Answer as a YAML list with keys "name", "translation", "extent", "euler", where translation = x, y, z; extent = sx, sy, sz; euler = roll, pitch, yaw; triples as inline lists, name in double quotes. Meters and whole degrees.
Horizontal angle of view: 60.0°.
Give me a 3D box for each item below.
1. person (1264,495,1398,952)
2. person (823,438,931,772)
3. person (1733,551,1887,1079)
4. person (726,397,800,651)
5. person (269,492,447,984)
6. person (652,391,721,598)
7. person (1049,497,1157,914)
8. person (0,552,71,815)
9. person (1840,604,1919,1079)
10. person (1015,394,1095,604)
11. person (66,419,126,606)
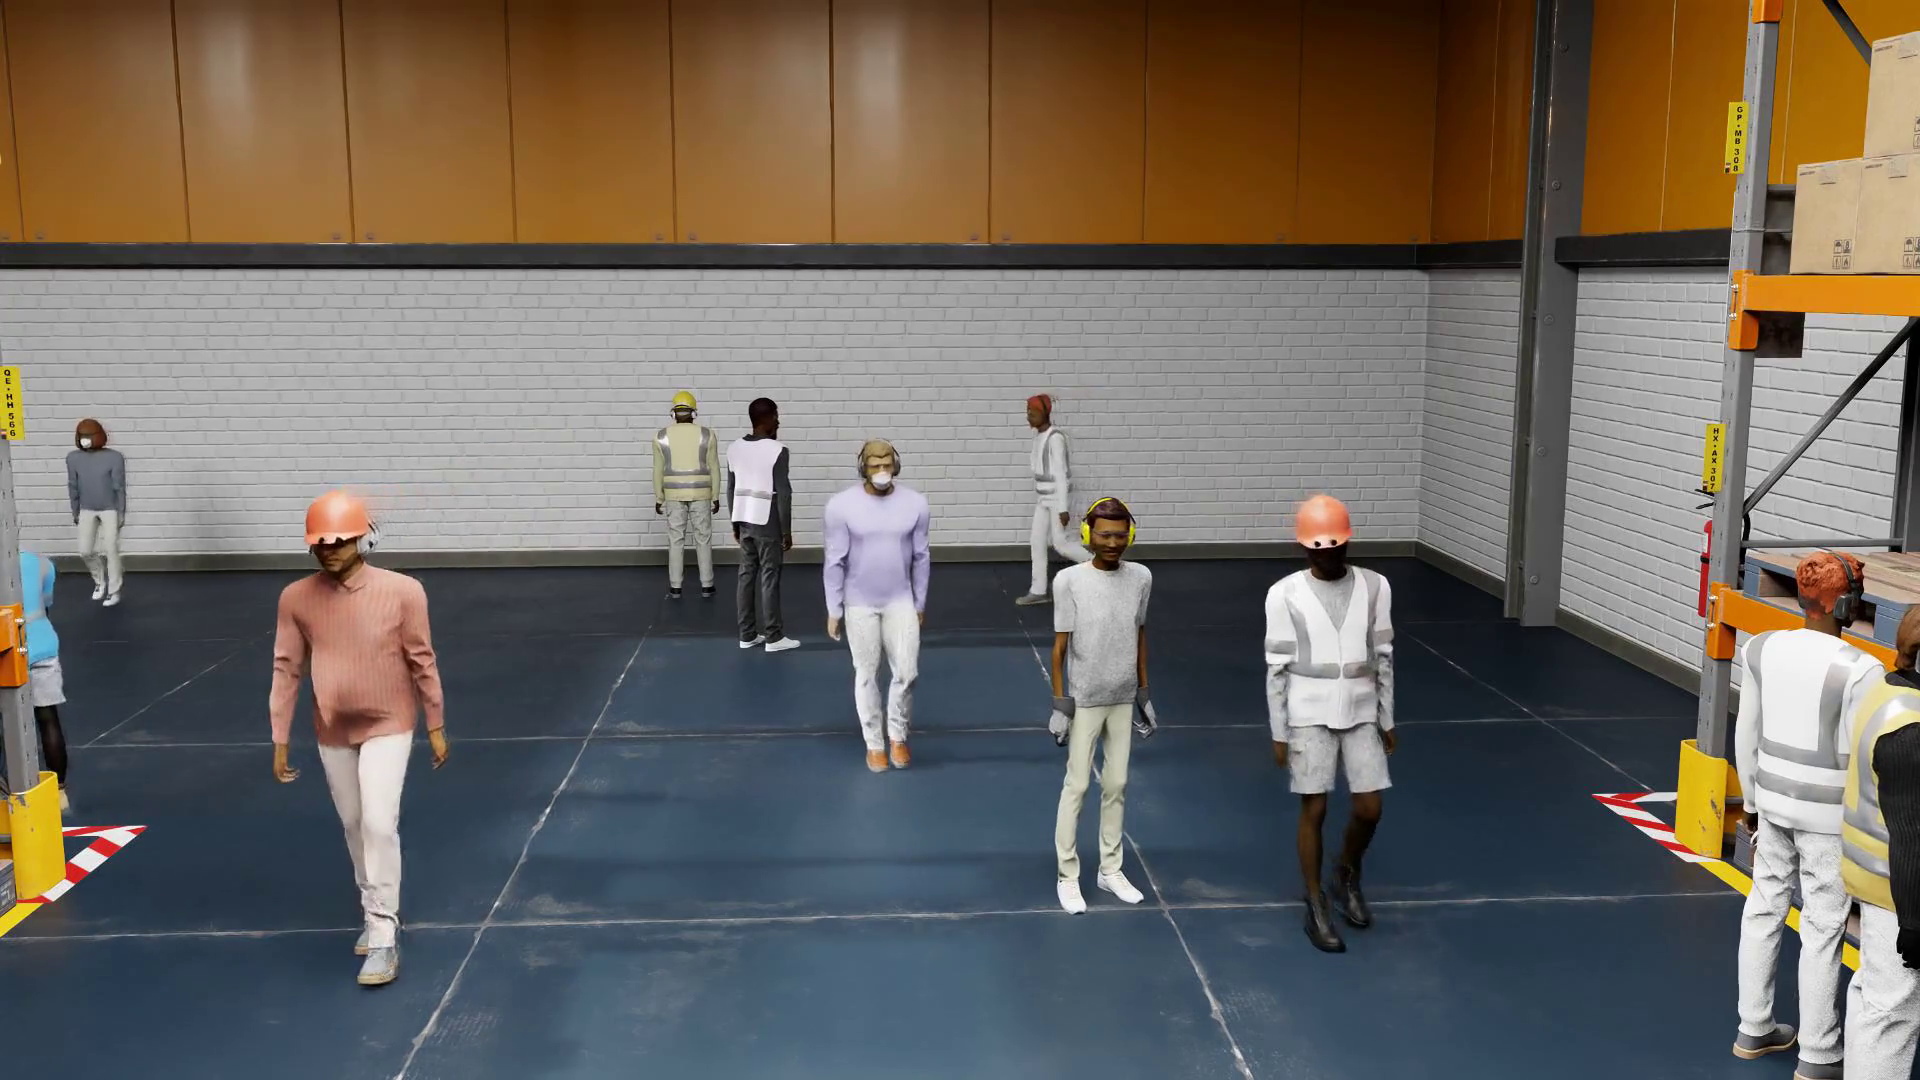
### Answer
- name: "person"
  translation: [1.580, 0.763, 7.030]
  extent: [0.578, 1.922, 0.450]
  euler: [0, 9, -1]
- name: "person"
  translation: [-0.463, 0.382, 9.422]
  extent: [0.640, 1.919, 0.477]
  euler: [-2, 9, -11]
- name: "person"
  translation: [2.995, 0.971, 5.856]
  extent: [0.355, 1.883, 0.573]
  euler: [-4, 10, -24]
- name: "person"
  translation: [-1.515, -0.115, 12.574]
  extent: [0.590, 1.917, 0.396]
  euler: [6, 11, 34]
- name: "person"
  translation: [-2.468, 0.792, 6.697]
  extent: [0.662, 1.963, 0.813]
  euler: [0, 9, 2]
- name: "person"
  translation: [-2.397, -0.396, 14.628]
  extent: [0.589, 1.822, 0.403]
  euler: [-1, 9, -6]
- name: "person"
  translation: [0.643, 0.728, 7.440]
  extent: [0.528, 1.865, 0.313]
  euler: [-4, 10, -24]
- name: "person"
  translation: [-5.053, 0.614, 8.790]
  extent: [0.848, 1.654, 0.536]
  euler: [5, 10, 30]
- name: "person"
  translation: [2.977, 1.098, 5.191]
  extent: [0.429, 1.840, 0.637]
  euler: [4, 10, 25]
- name: "person"
  translation: [0.910, -0.351, 14.326]
  extent: [0.815, 1.847, 0.588]
  euler: [-3, 10, -19]
- name: "person"
  translation: [-7.374, -0.236, 14.240]
  extent: [0.512, 1.617, 0.328]
  euler: [-1, 9, -4]
